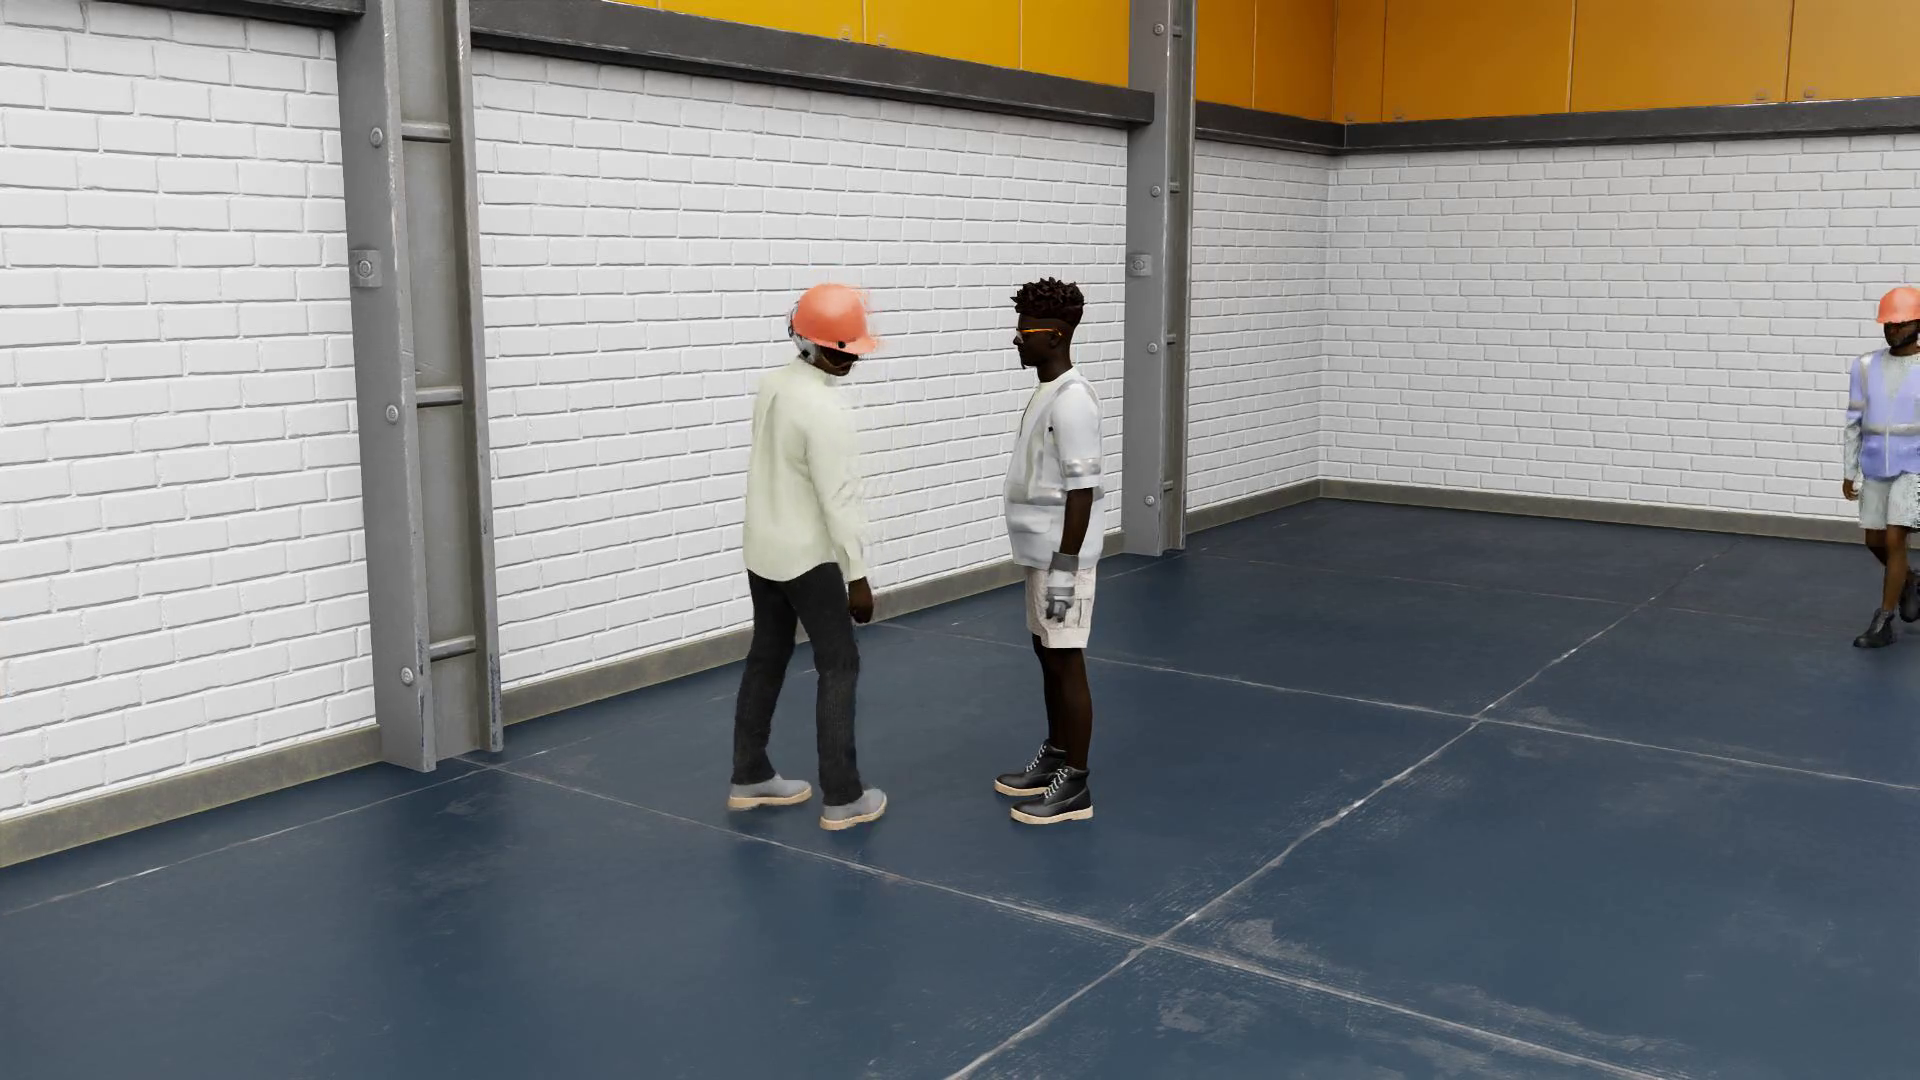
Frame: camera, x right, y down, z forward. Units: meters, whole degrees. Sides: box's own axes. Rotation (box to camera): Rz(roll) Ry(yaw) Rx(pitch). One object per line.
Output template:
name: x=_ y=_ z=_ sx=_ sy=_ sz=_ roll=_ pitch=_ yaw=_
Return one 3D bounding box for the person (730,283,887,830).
person: x=-0.533 y=0.061 z=5.941 sx=0.487 sy=1.943 sz=0.662 roll=-6 pitch=11 yaw=-32

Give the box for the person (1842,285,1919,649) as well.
person: x=5.030 y=-0.399 z=8.857 sx=0.807 sy=1.909 sz=0.550 roll=-7 pitch=12 yaw=-37

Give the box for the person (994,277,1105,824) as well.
person: x=0.334 y=0.036 z=6.043 sx=0.362 sy=1.965 sz=0.611 roll=-1 pitch=10 yaw=-7
